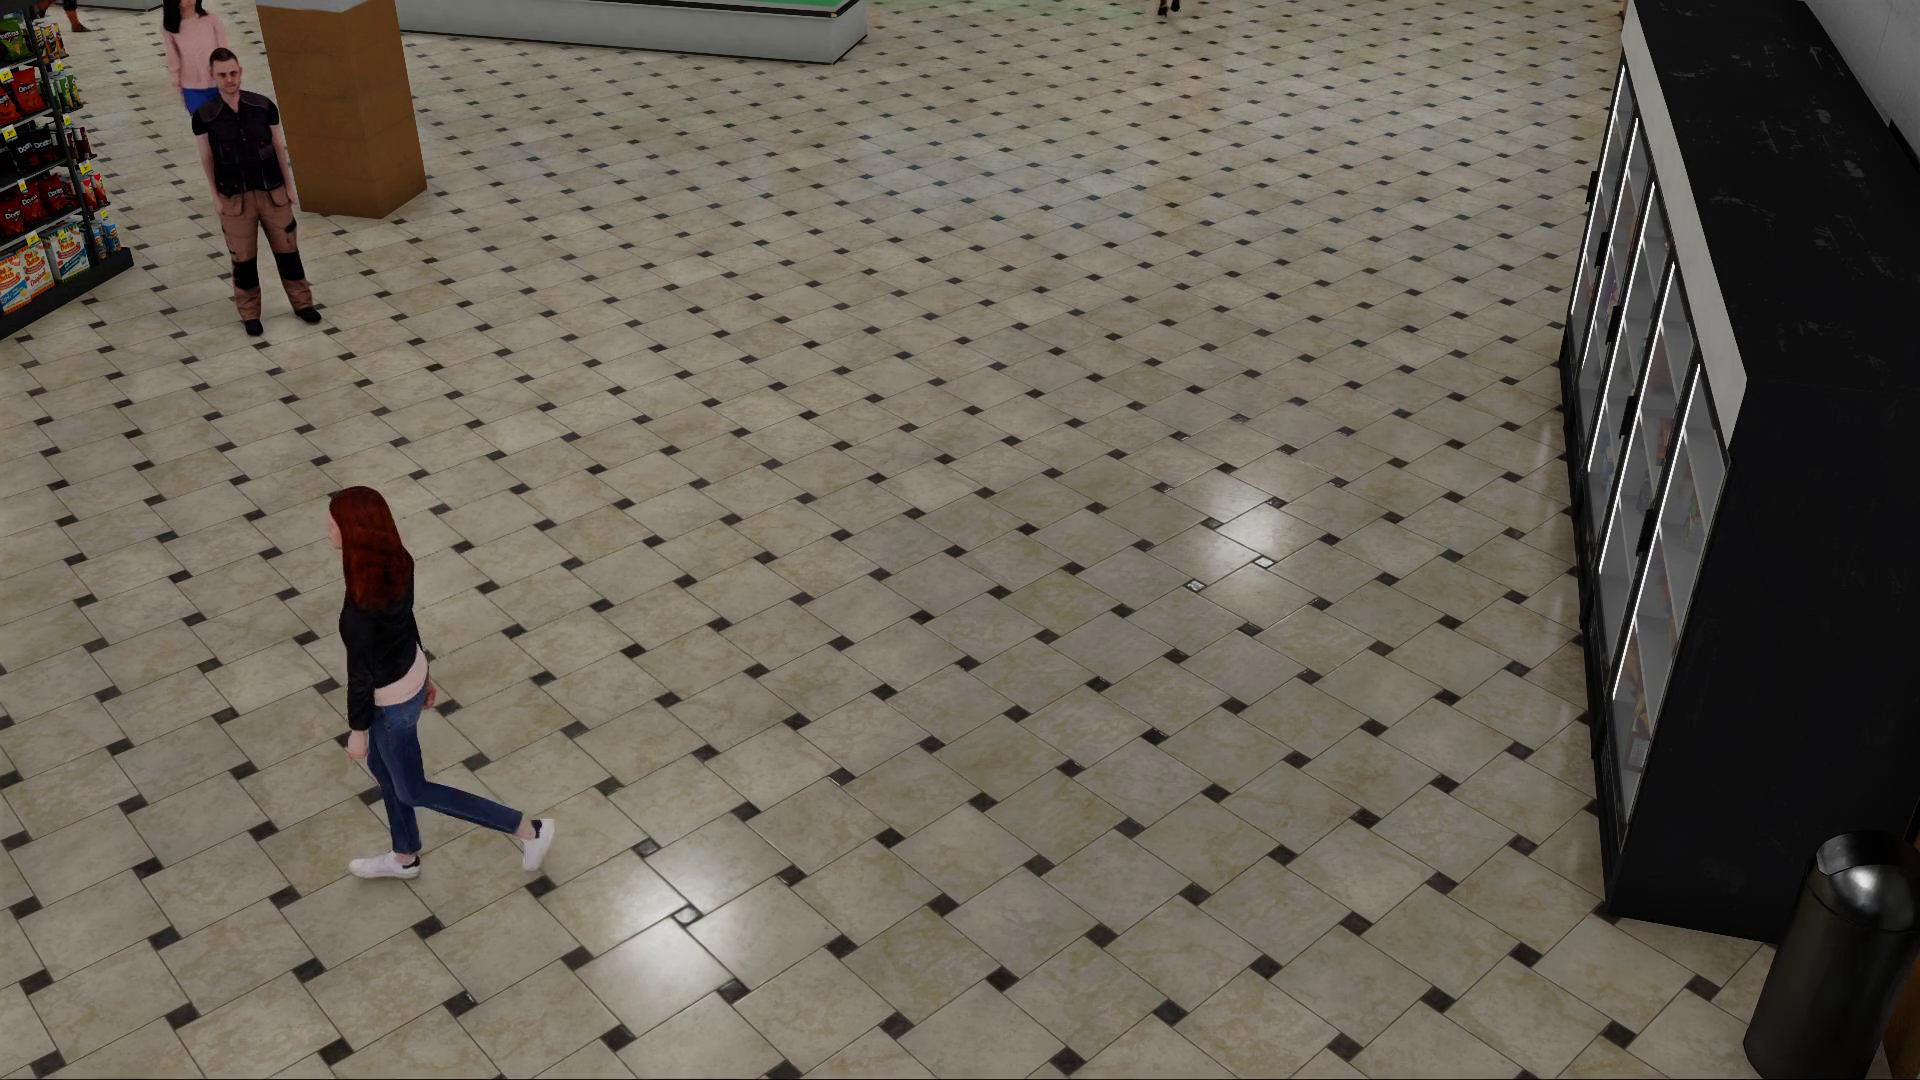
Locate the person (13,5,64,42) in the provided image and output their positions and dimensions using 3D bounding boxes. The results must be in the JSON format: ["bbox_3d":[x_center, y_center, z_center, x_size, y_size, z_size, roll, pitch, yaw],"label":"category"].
[{"bbox_3d":[-9.325,-5.422,16.296,0.774,1.244,0.696,-12,34,-19],"label":"person"}]

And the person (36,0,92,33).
[{"bbox_3d":[-9.264,-5.930,16.926,0.954,1.441,0.752,0,32,0],"label":"person"}]

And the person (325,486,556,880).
[{"bbox_3d":[-1.976,0.610,6.111,1.142,1.761,0.810,-1,32,-2],"label":"person"}]

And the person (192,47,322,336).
[{"bbox_3d":[-4.518,-2.230,10.604,0.762,1.837,0.820,-17,36,-26],"label":"person"}]

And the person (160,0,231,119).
[{"bbox_3d":[-5.644,-3.368,12.534,1.119,1.731,1.117,-13,34,-19],"label":"person"}]
